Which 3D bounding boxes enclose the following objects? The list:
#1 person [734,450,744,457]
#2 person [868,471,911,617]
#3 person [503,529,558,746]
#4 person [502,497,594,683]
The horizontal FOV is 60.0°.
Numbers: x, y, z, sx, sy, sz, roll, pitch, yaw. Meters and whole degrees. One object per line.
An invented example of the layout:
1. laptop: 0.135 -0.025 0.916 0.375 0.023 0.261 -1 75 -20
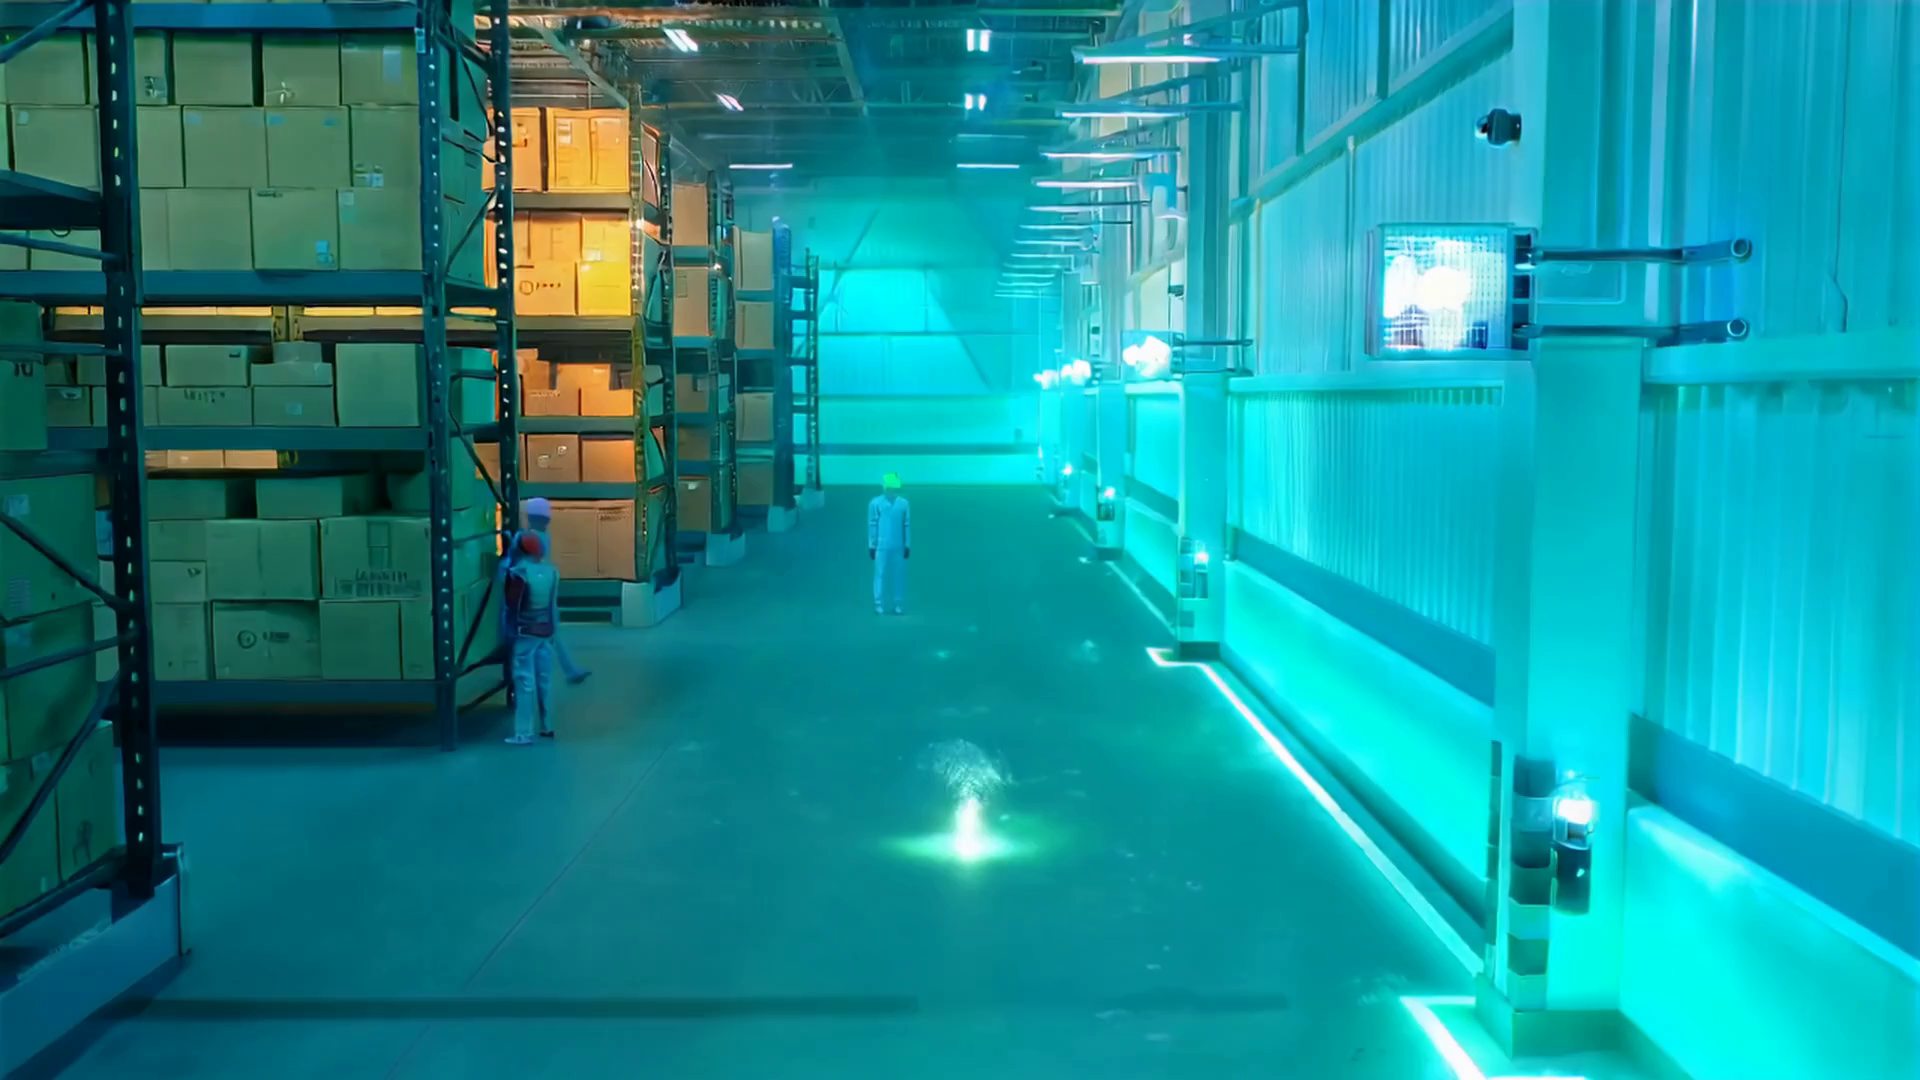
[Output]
1. person: -5.775 -1.940 43.054 0.405 1.730 0.493 3 6 35
2. person: -0.829 0.050 19.873 0.568 1.744 0.353 -3 6 -30
3. person: -3.237 0.732 12.584 0.318 1.631 0.524 3 6 28
4. person: -3.775 0.480 14.980 0.907 1.714 0.520 2 5 25
